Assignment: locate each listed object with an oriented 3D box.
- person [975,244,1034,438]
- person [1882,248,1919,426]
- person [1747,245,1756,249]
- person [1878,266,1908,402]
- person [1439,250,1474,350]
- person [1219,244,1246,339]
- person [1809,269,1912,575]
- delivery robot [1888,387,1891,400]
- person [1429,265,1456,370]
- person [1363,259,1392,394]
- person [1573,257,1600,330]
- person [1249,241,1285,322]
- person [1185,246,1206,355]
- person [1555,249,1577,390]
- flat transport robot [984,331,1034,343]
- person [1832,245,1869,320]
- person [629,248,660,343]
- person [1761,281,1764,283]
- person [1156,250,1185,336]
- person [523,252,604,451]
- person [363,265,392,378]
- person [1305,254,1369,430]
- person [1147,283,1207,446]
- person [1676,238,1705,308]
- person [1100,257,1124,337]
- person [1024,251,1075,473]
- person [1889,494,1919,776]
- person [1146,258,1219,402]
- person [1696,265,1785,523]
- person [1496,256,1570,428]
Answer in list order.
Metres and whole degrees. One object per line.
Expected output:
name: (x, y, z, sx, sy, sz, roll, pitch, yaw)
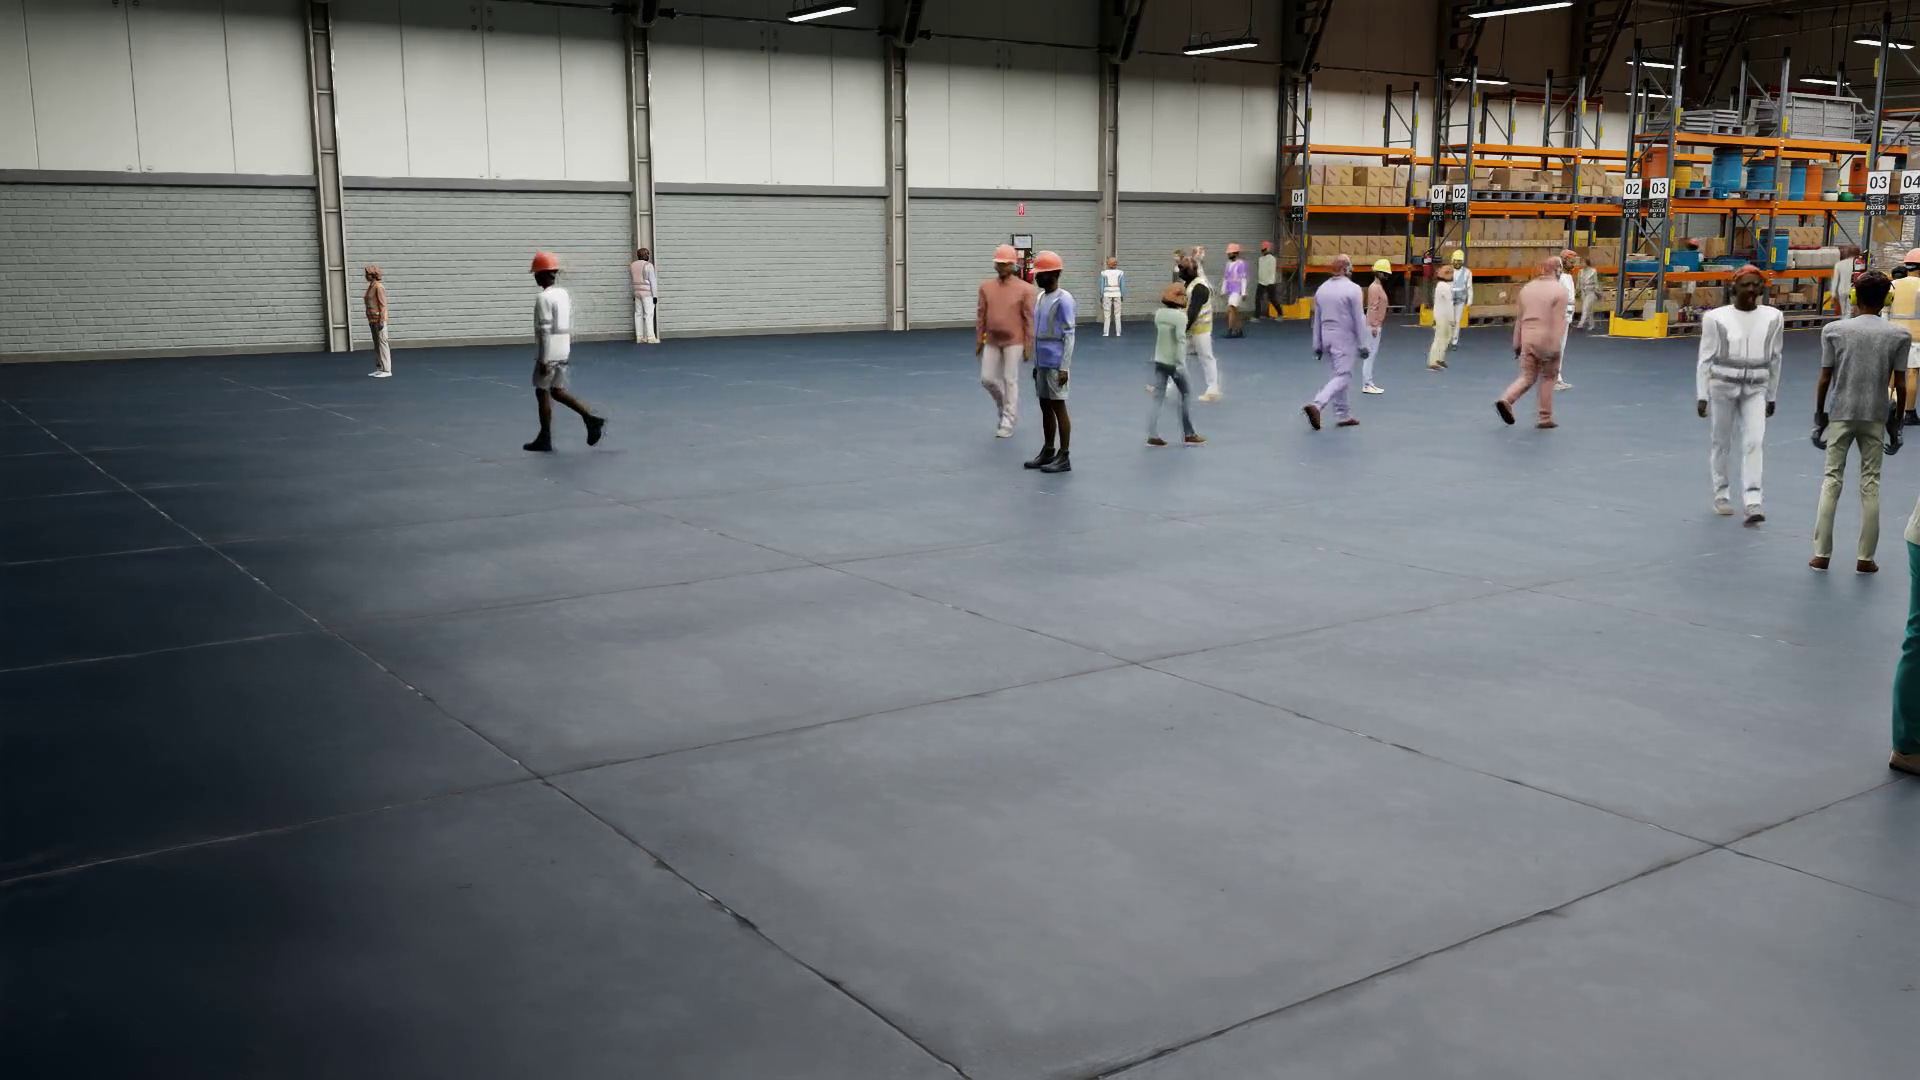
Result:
person: (0.471, -2.054, 17.177, 0.639, 1.980, 0.506, 5, 11, 24)
person: (10.398, -2.223, 18.235, 0.373, 1.933, 0.550, -7, 13, -34)
person: (20.369, -6.678, 42.876, 0.434, 1.856, 0.519, -9, 14, -40)
person: (11.607, -2.552, 20.693, 0.530, 1.696, 0.321, 2, 10, 10)
person: (8.976, -4.335, 30.115, 0.627, 1.817, 0.547, 2, 10, 10)
person: (5.473, -5.038, 33.732, 0.824, 1.903, 0.552, -4, 11, -22)
person: (5.497, -0.715, 10.183, 0.505, 1.860, 0.312, 5, 11, 24)
delivery robot: (9.835, -1.558, 18.118, 0.707, 0.478, 0.477, -8, 13, -39)
person: (7.484, -3.416, 25.648, 0.500, 1.618, 0.500, 1, 10, 4)
person: (5.501, -2.809, 21.933, 0.337, 1.759, 0.525, 4, 11, 21)
person: (13.777, -5.413, 36.634, 0.821, 1.599, 0.549, -5, 11, -25)
person: (7.452, -6.232, 40.151, 0.929, 1.966, 0.622, -6, 12, -28)
person: (4.127, -4.169, 28.989, 0.422, 1.895, 0.654, 1, 10, 3)
person: (8.123, -2.972, 22.473, 0.356, 1.887, 0.573, 8, 13, 38)
flat transport robot: (1.053, -3.896, 31.970, 0.652, 0.197, 1.431, 6, 12, 31)
person: (17.450, -4.824, 32.624, 0.648, 1.896, 1.004, 10, 14, 43)
person: (-6.112, -4.734, 32.259, 0.626, 1.844, 0.429, 6, 12, 30)
person: (22.932, -7.628, 47.910, 0.387, 1.918, 0.590, -8, 13, -37)
person: (4.475, -5.003, 33.871, 0.960, 1.795, 0.527, -5, 12, -28)
person: (-3.842, -1.788, 15.900, 0.735, 1.919, 0.557, 2, 11, 13)
person: (-8.549, -3.198, 24.391, 0.311, 1.638, 0.521, -7, 13, -35)
person: (4.045, -2.124, 17.864, 0.851, 1.876, 0.643, -5, 12, -27)
person: (2.145, -1.731, 16.450, 0.733, 1.603, 0.512, -7, 12, -32)
person: (18.209, -6.476, 41.344, 0.962, 2.000, 0.610, -7, 13, -35)
person: (3.128, -4.987, 34.199, 0.511, 1.641, 0.308, -1, 10, -4)
person: (0.776, -1.557, 14.584, 0.377, 1.932, 0.552, -5, 11, -26)
person: (3.792, 0.024, 6.372, 0.302, 1.772, 0.523, 7, 12, 34)
person: (2.817, -2.601, 20.701, 0.970, 1.784, 0.621, -3, 11, -14)
person: (5.646, -1.046, 12.030, 0.596, 1.838, 0.936, 2, 11, 12)
person: (6.146, -2.106, 17.819, 0.716, 1.869, 0.653, -6, 12, -30)
